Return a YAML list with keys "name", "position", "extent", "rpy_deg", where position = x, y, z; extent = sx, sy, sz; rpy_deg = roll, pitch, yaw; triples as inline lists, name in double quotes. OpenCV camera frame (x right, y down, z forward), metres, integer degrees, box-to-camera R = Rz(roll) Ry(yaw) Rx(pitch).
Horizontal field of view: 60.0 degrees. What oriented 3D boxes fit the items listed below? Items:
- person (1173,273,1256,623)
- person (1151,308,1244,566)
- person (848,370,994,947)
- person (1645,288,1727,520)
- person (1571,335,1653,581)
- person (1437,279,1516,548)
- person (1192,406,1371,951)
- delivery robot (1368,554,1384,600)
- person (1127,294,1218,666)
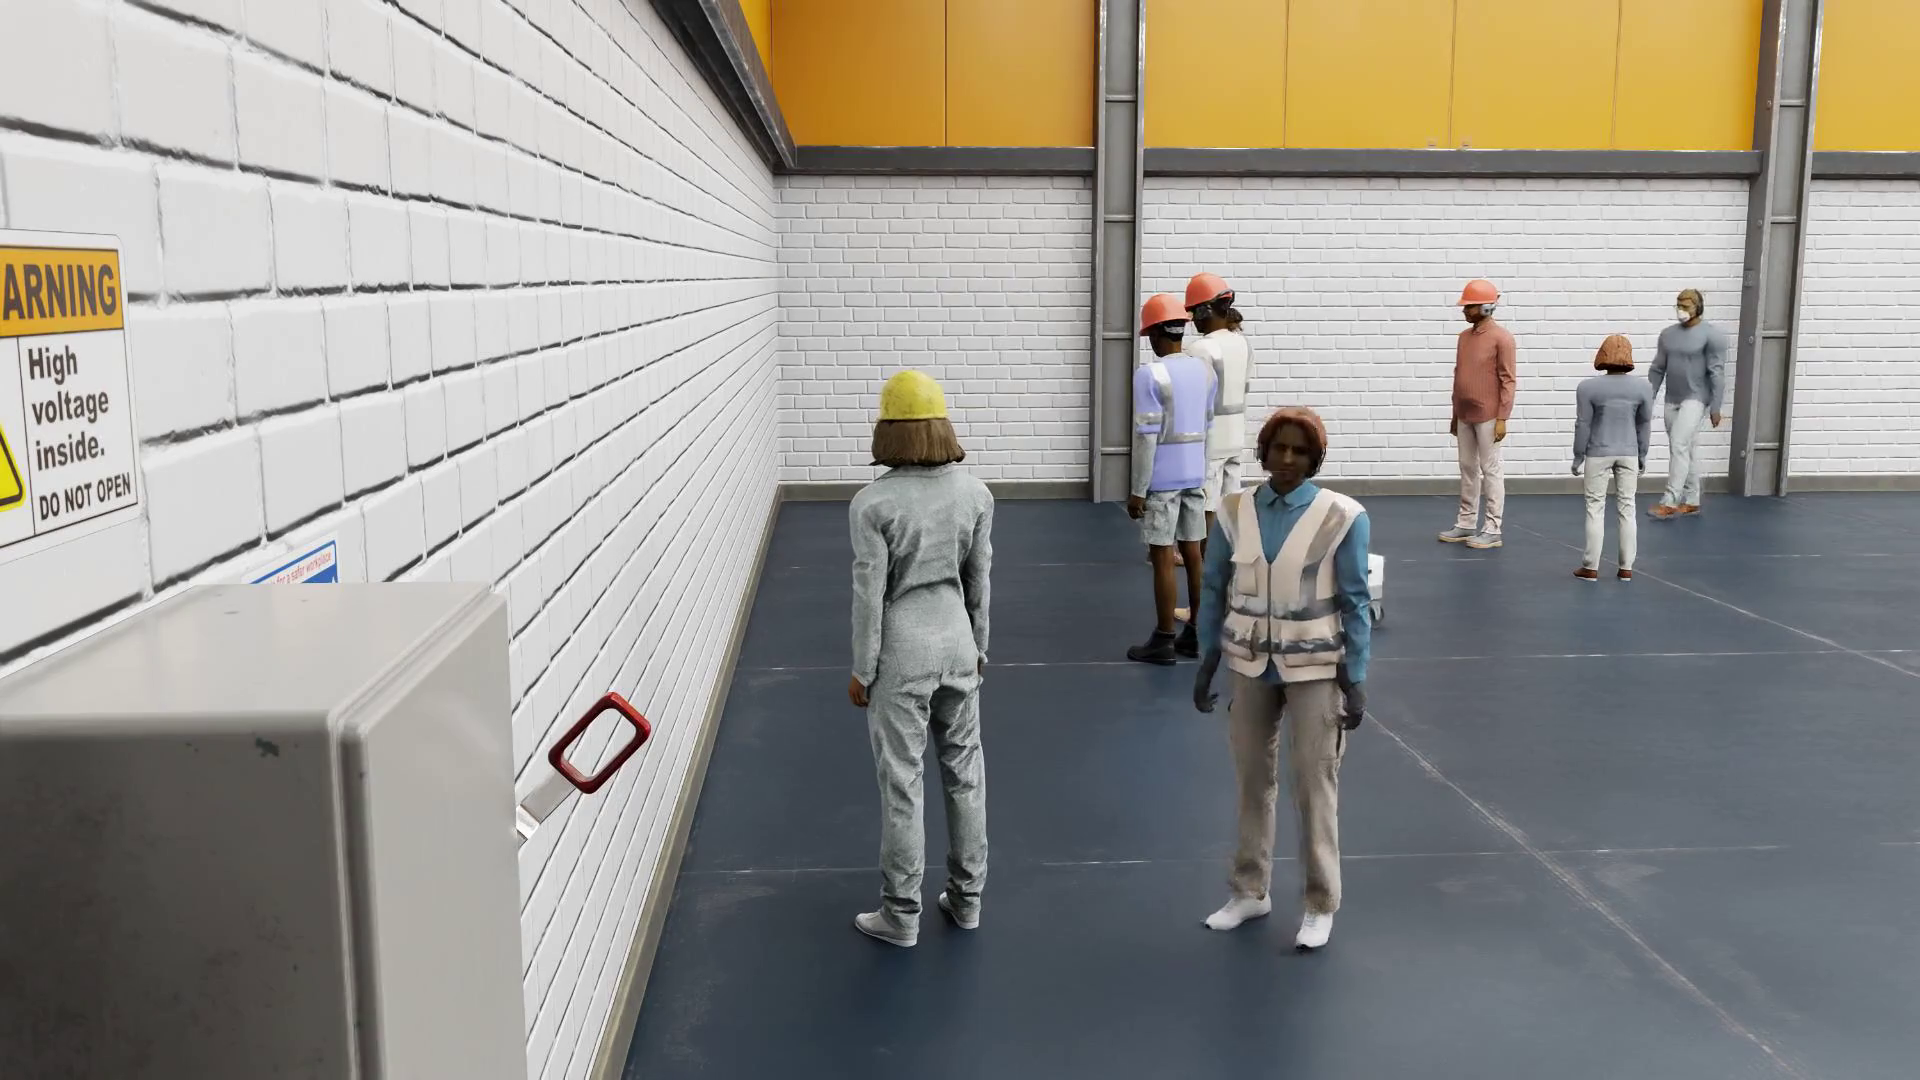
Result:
- name: "person"
  position: [1.444, -0.522, 9.662]
  extent: [0.389, 2.034, 0.605]
  rpy_deg: [7, 11, 38]
- name: "person"
  position: [1.669, -0.692, 11.428]
  extent: [0.740, 1.805, 0.551]
  rpy_deg: [3, 10, 19]
- name: "person"
  position: [-0.127, 0.357, 5.053]
  extent: [0.486, 1.743, 0.299]
  rpy_deg: [-6, 11, -33]
- name: "person"
  position: [5.915, -1.115, 13.792]
  extent: [0.865, 1.909, 0.635]
  rpy_deg: [-3, 10, -21]
- name: "person"
  position: [4.301, -0.536, 11.001]
  extent: [0.497, 1.633, 0.284]
  rpy_deg: [0, 9, 2]
- name: "person"
  position: [3.858, -0.936, 12.388]
  extent: [0.393, 1.990, 0.617]
  rpy_deg: [-3, 10, -20]
- name: "person"
  position: [0.982, 0.411, 5.064]
  extent: [0.549, 1.634, 0.314]
  rpy_deg: [6, 11, 34]
- name: "delivery robot"
  position: [2.064, 0.202, 9.445]
  extent: [0.707, 0.478, 0.477]
  rpy_deg: [-5, 11, -31]
- name: "person"
  position: [1.077, -0.311, 8.672]
  extent: [0.547, 1.925, 0.390]
  rpy_deg: [-7, 11, -38]
